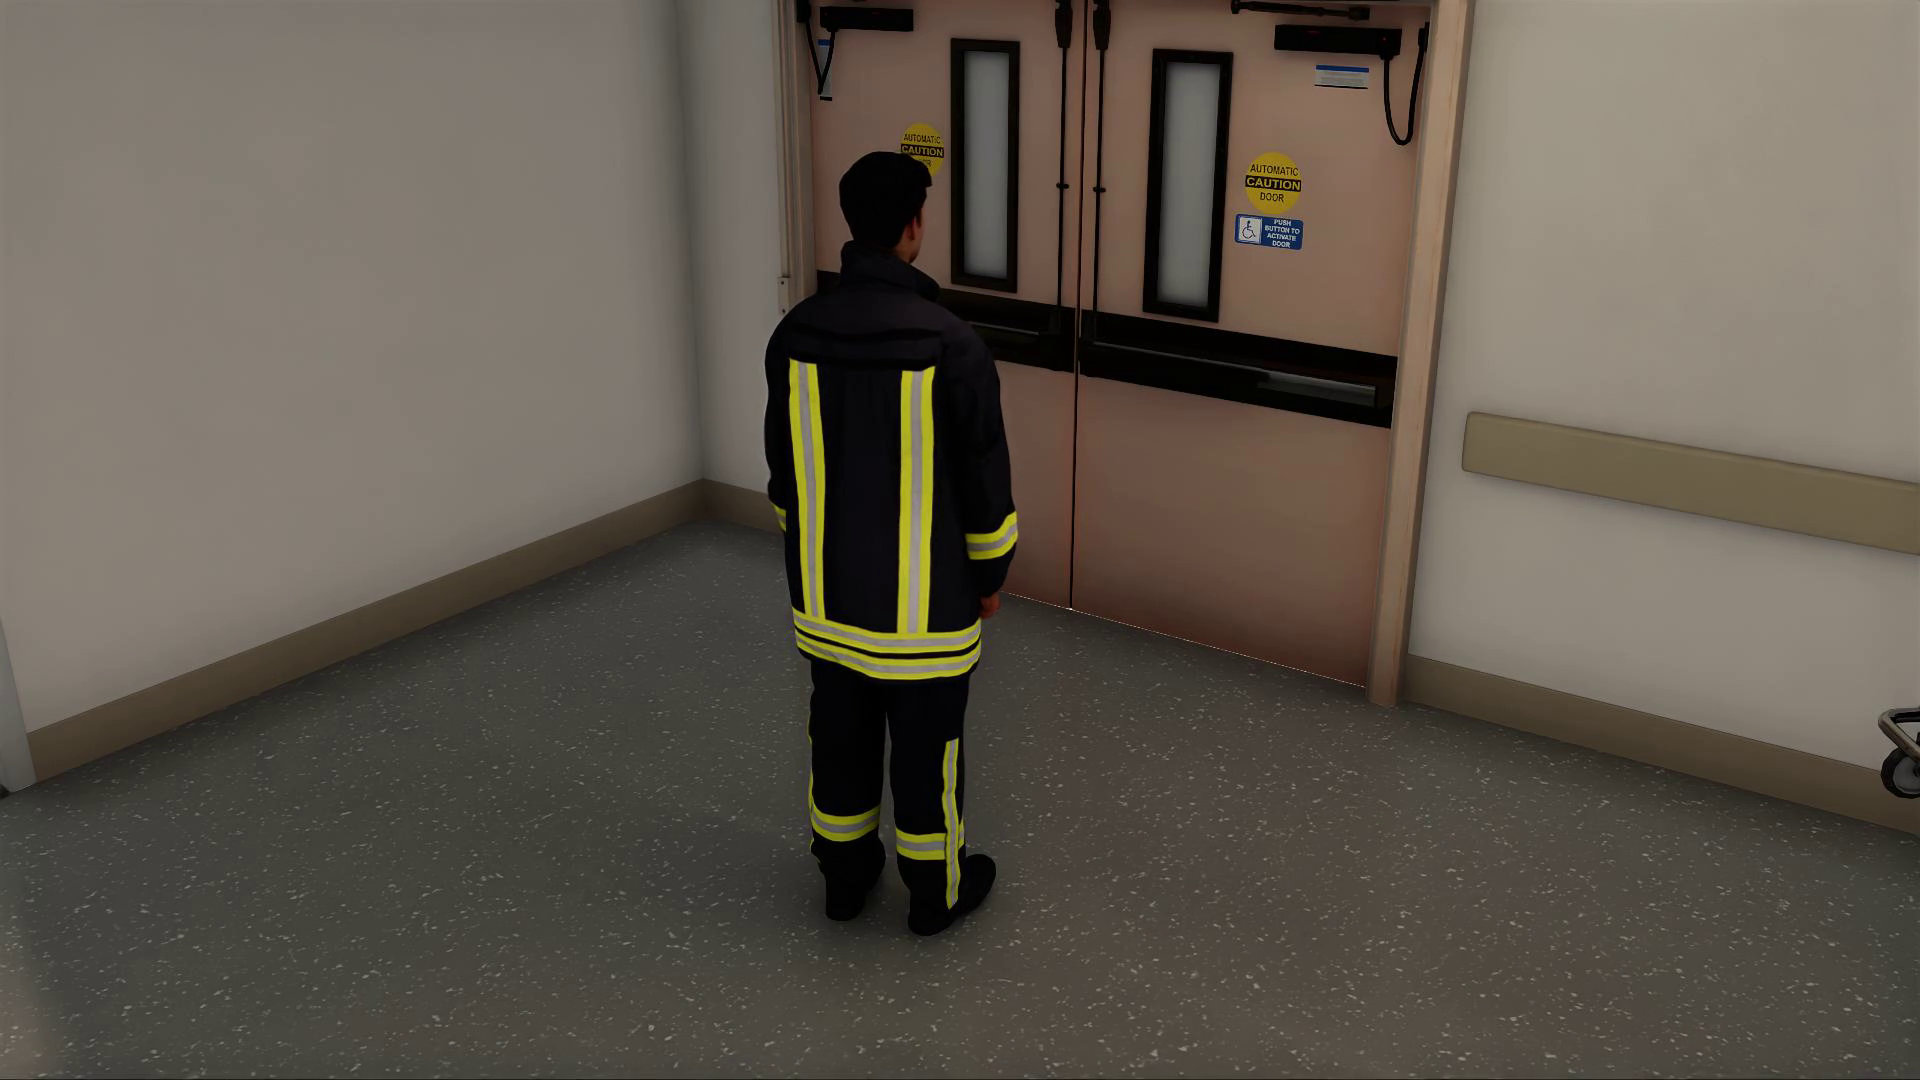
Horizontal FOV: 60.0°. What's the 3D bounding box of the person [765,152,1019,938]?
[{"bbox_3d":[-0.174,0.044,3.966,0.836,1.928,0.752,8,22,20],"label":"person"}]
